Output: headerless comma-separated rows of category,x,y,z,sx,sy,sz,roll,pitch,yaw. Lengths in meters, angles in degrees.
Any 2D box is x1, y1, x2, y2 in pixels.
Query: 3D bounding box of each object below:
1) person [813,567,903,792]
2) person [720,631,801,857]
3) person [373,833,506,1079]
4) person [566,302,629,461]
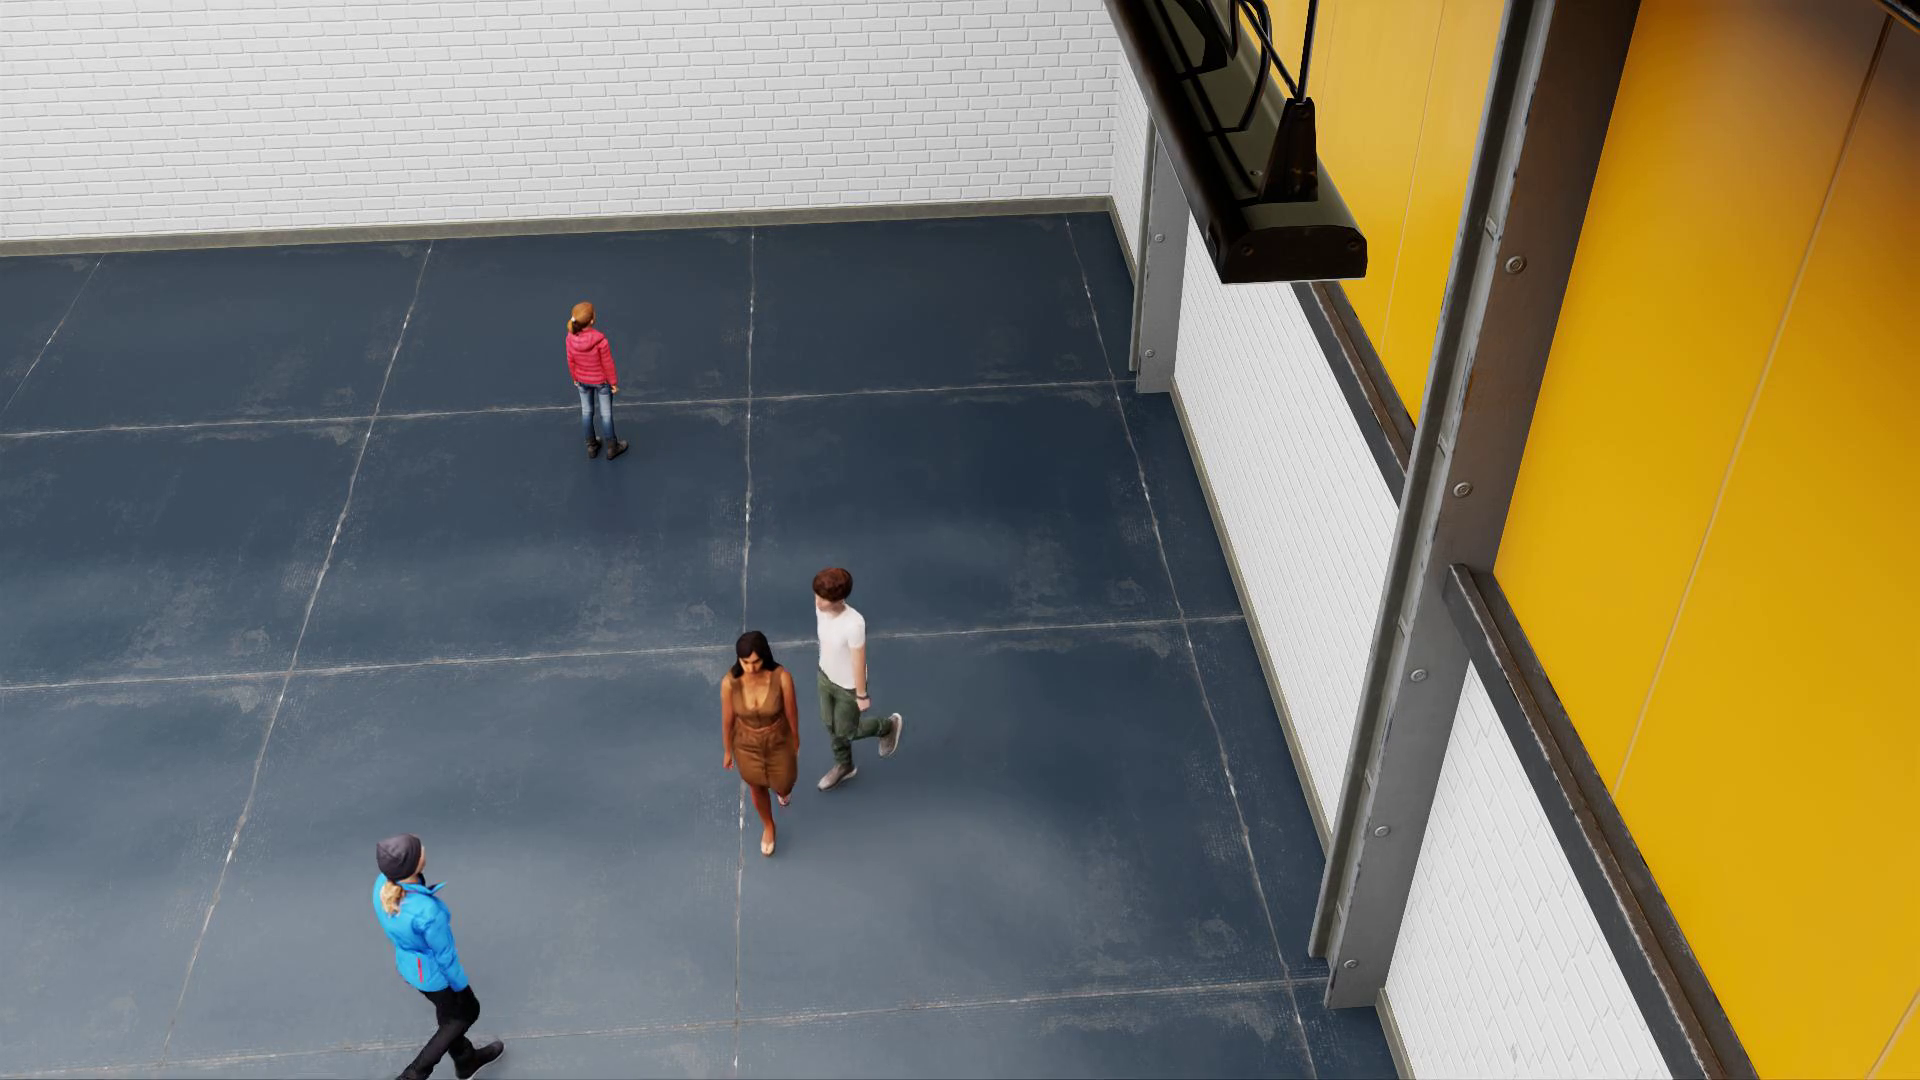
person,-0.626,0.790,9.809,0.826,1.643,0.774,-30,47,-32
person,-1.113,1.090,9.409,0.604,1.674,0.735,-1,39,-1
person,-2.622,2.131,8.017,0.965,1.784,0.928,-31,48,-33
person,-2.774,-1.204,12.567,0.573,1.317,0.571,9,39,11
